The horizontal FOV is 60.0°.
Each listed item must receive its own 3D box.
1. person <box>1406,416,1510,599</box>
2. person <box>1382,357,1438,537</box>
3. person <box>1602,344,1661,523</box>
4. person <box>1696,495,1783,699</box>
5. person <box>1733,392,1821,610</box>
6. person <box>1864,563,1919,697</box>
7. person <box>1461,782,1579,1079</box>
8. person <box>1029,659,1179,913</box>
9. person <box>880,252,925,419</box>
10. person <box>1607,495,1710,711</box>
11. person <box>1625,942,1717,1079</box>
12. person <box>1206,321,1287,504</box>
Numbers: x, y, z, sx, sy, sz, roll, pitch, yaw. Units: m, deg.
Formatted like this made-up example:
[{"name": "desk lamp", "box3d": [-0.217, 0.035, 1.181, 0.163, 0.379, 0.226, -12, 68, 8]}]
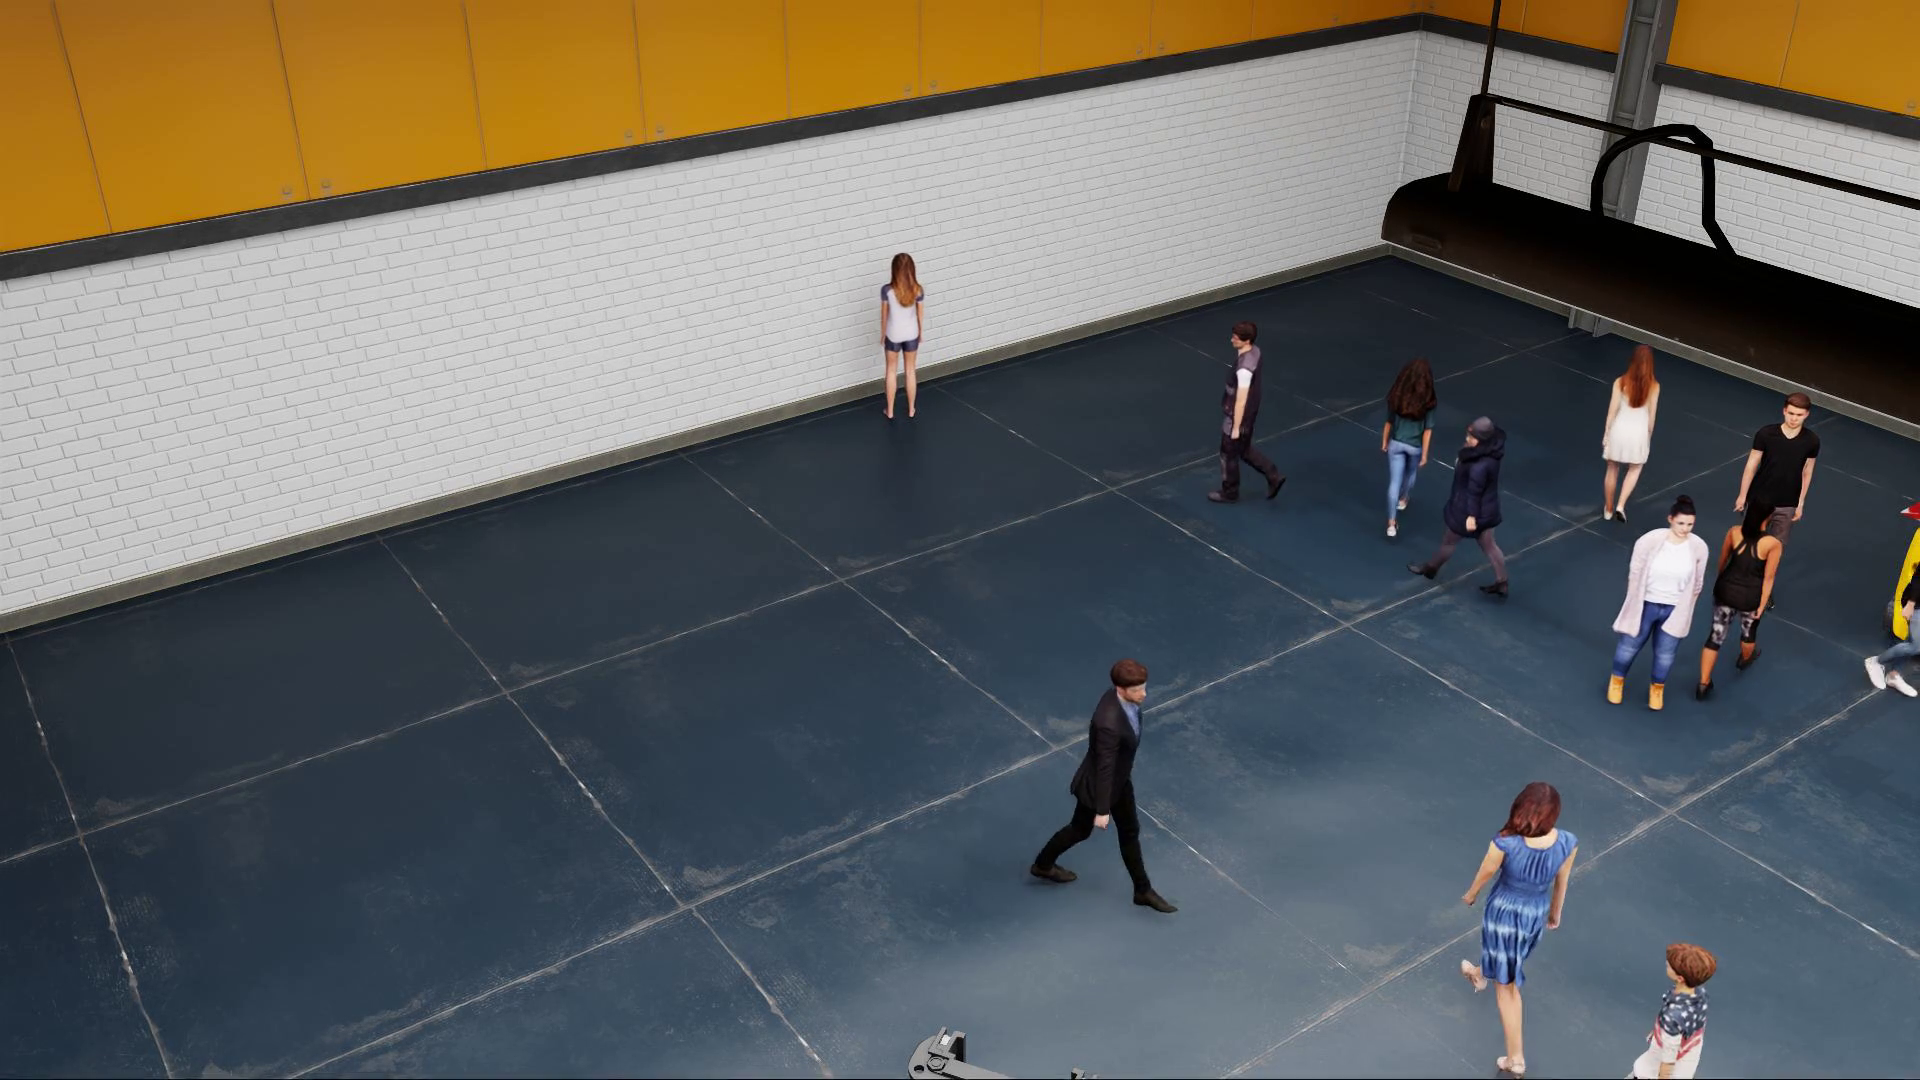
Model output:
[{"name": "person", "box3d": [4.291, -0.232, 13.592, 1.210, 1.613, 0.980, 17, 33, 28]}, {"name": "person", "box3d": [3.915, -0.790, 14.659, 1.093, 1.571, 1.067, 9, 30, 17]}, {"name": "person", "box3d": [5.908, -0.892, 14.706, 0.846, 1.704, 0.846, 13, 31, 22]}, {"name": "person", "box3d": [5.744, 0.439, 12.340, 0.774, 1.633, 1.020, -25, 37, -38]}, {"name": "person", "box3d": [6.621, -0.344, 13.537, 0.727, 1.862, 0.825, 10, 30, 17]}, {"name": "person", "box3d": [7.119, 0.414, 12.390, 0.556, 1.630, 0.662, -18, 34, -30]}, {"name": "person", "box3d": [3.052, 2.163, 9.063, 0.965, 1.745, 1.238, -5, 29, -8]}, {"name": "person", "box3d": [0.810, 1.478, 10.238, 1.357, 1.822, 1.144, 10, 30, 18]}, {"name": "person", "box3d": [-0.579, -2.057, 16.819, 0.672, 1.726, 0.663, -7, 29, -12]}, {"name": "person", "box3d": [5.134, 0.447, 12.215, 0.785, 1.739, 0.873, 8, 30, 15]}, {"name": "person", "box3d": [3.679, 2.675, 8.462, 0.527, 1.422, 0.771, -20, 34, -32]}, {"name": "person", "box3d": [2.634, -1.118, 14.993, 1.092, 1.826, 0.988, 10, 30, 18]}]
